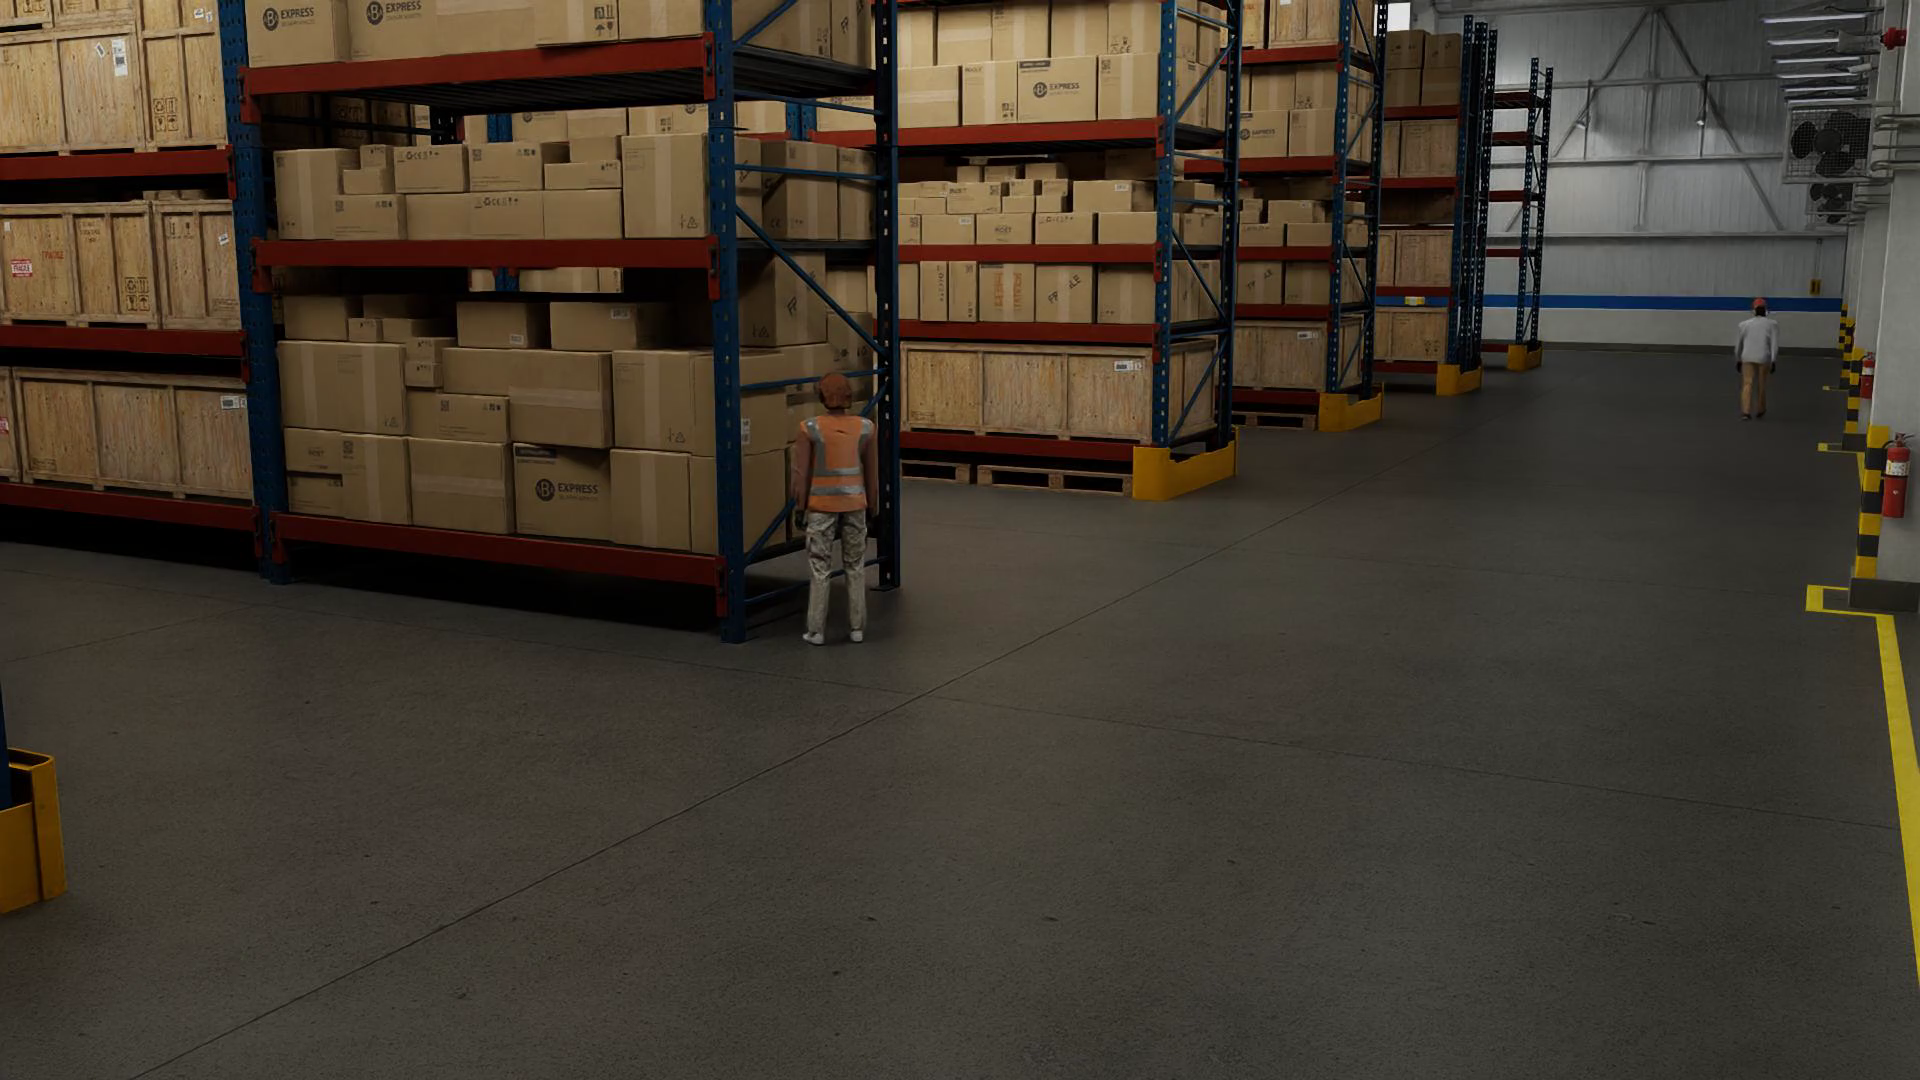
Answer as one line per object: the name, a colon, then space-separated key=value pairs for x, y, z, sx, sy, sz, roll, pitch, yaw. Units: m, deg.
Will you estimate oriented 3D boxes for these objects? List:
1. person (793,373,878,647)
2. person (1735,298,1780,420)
person: x=-0.732 y=-0.178 z=9.900 sx=0.524 sy=1.631 sz=0.314 roll=-4 pitch=11 yaw=-23
person: x=11.212 y=-2.544 z=23.399 sx=0.575 sy=1.688 sz=0.934 roll=7 pitch=12 yaw=34
